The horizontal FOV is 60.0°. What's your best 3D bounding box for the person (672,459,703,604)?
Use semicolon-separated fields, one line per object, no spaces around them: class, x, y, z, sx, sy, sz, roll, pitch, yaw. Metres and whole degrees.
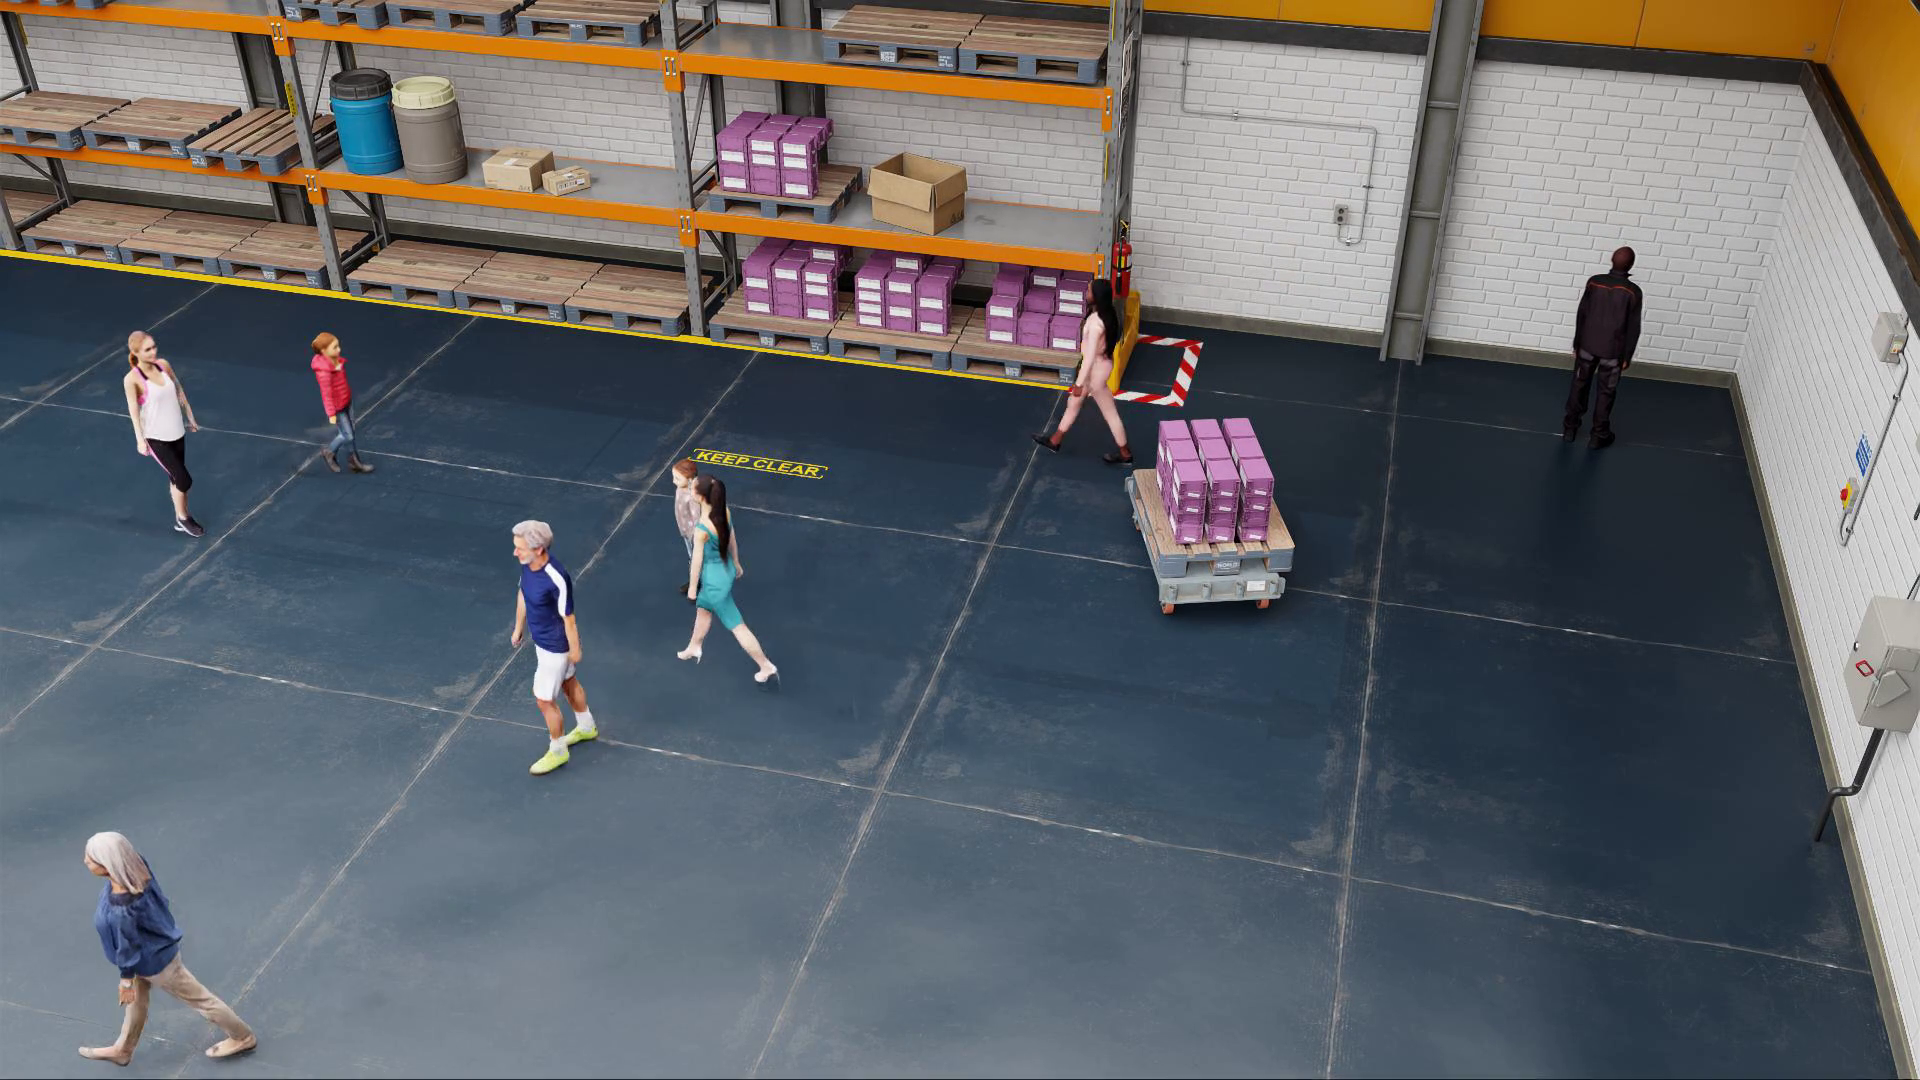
person;-1.981;-0.090;12.377;0.609;1.193;0.550;-17;37;-24

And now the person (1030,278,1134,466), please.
person;1.223;-1.343;13.832;1.120;1.668;0.662;7;34;10

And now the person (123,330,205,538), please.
person;-6.266;-0.827;12.957;0.623;1.778;0.655;12;35;17

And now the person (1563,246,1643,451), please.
person;5.466;-1.646;14.145;0.699;1.826;0.842;25;41;33

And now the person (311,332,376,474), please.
person;-5.218;-1.119;13.819;0.661;1.310;0.561;5;34;7

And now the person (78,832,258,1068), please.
person;-4.071;2.144;8.604;1.188;1.648;1.012;-10;35;-15

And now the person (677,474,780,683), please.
person;-1.575;0.325;11.352;1.039;1.636;0.596;12;35;17

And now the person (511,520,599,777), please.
person;-2.555;0.612;10.754;0.929;1.820;0.877;-21;39;-29
